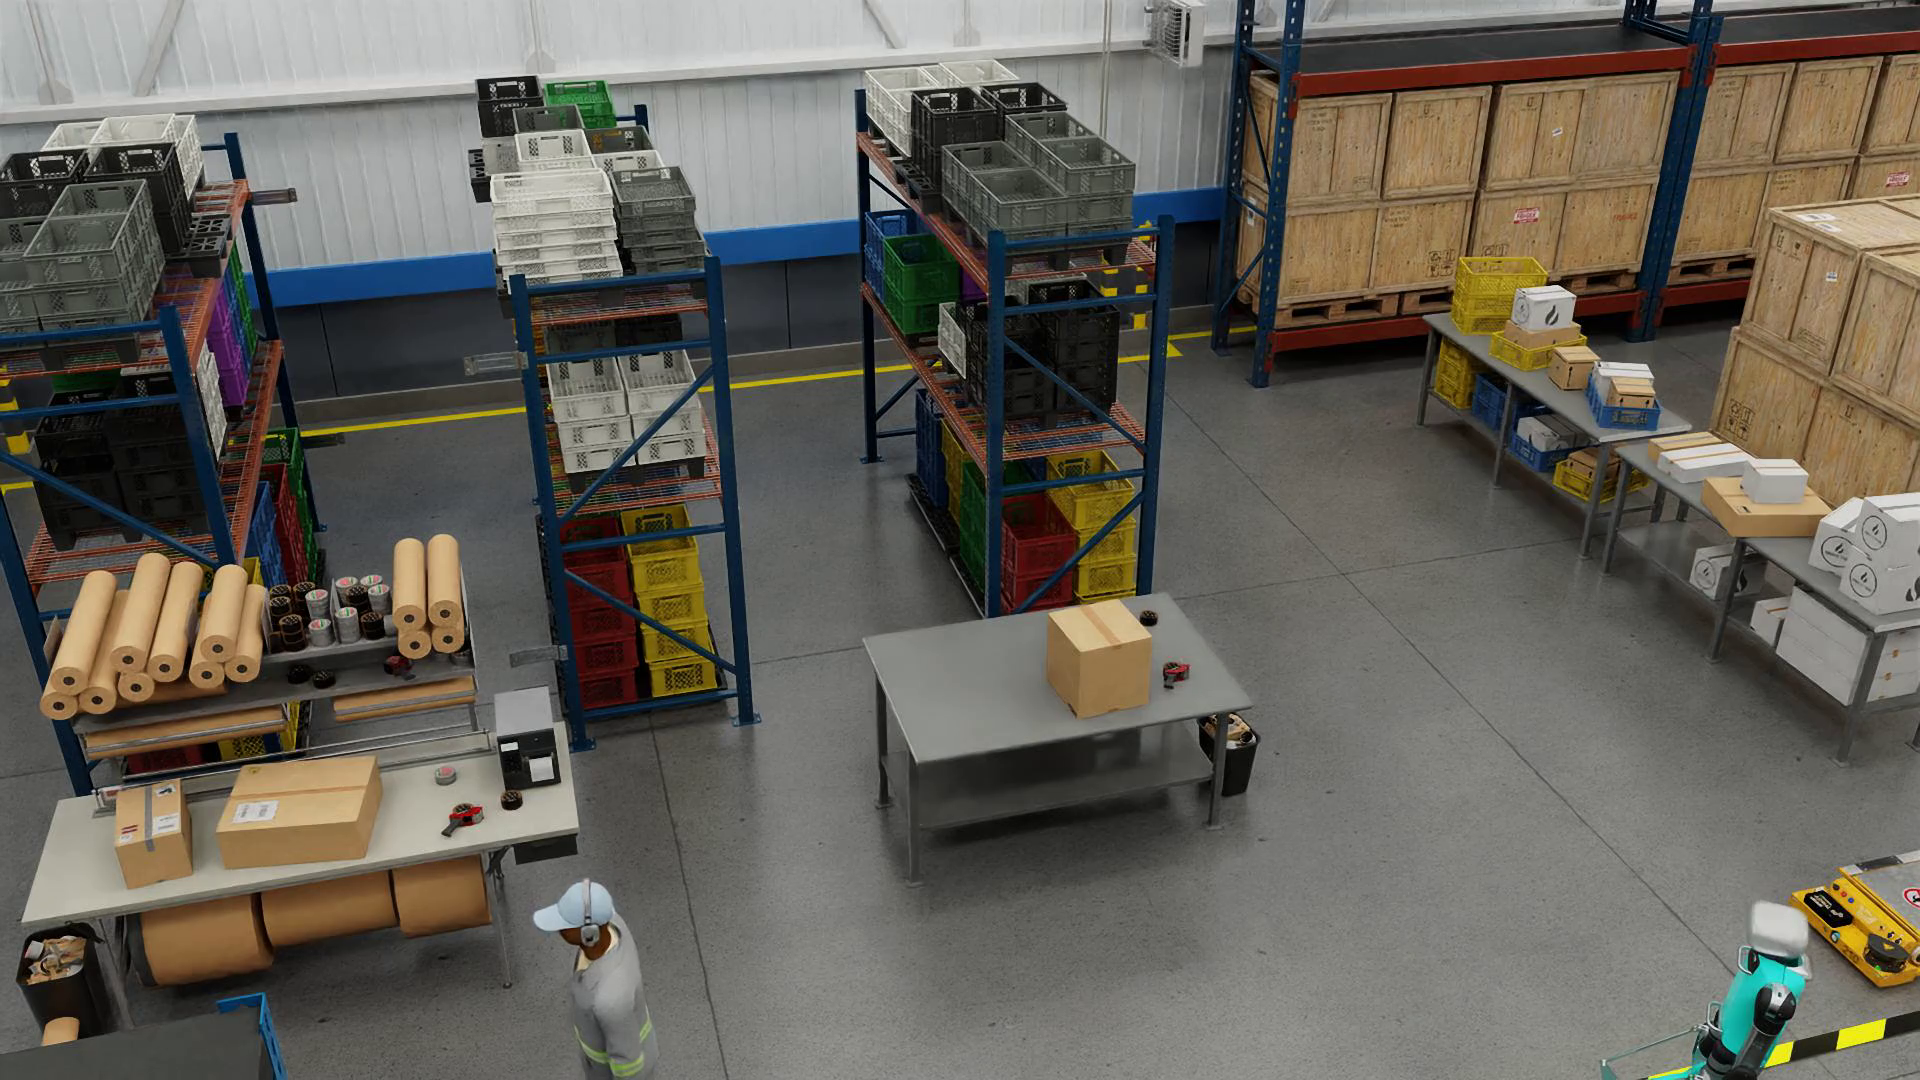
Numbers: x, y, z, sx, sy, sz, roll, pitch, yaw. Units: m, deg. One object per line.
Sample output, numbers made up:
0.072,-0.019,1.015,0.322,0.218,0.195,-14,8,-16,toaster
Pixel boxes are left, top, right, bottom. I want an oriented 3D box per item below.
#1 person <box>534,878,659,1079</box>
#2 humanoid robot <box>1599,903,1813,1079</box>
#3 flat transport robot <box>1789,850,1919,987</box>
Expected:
-1.411,2.105,6.691,0.395,1.850,0.589,-8,30,-15,person
2.862,2.100,6.674,0.735,1.680,0.533,12,31,21,humanoid robot
5.163,1.916,8.676,1.431,0.231,0.659,-8,30,-14,flat transport robot
